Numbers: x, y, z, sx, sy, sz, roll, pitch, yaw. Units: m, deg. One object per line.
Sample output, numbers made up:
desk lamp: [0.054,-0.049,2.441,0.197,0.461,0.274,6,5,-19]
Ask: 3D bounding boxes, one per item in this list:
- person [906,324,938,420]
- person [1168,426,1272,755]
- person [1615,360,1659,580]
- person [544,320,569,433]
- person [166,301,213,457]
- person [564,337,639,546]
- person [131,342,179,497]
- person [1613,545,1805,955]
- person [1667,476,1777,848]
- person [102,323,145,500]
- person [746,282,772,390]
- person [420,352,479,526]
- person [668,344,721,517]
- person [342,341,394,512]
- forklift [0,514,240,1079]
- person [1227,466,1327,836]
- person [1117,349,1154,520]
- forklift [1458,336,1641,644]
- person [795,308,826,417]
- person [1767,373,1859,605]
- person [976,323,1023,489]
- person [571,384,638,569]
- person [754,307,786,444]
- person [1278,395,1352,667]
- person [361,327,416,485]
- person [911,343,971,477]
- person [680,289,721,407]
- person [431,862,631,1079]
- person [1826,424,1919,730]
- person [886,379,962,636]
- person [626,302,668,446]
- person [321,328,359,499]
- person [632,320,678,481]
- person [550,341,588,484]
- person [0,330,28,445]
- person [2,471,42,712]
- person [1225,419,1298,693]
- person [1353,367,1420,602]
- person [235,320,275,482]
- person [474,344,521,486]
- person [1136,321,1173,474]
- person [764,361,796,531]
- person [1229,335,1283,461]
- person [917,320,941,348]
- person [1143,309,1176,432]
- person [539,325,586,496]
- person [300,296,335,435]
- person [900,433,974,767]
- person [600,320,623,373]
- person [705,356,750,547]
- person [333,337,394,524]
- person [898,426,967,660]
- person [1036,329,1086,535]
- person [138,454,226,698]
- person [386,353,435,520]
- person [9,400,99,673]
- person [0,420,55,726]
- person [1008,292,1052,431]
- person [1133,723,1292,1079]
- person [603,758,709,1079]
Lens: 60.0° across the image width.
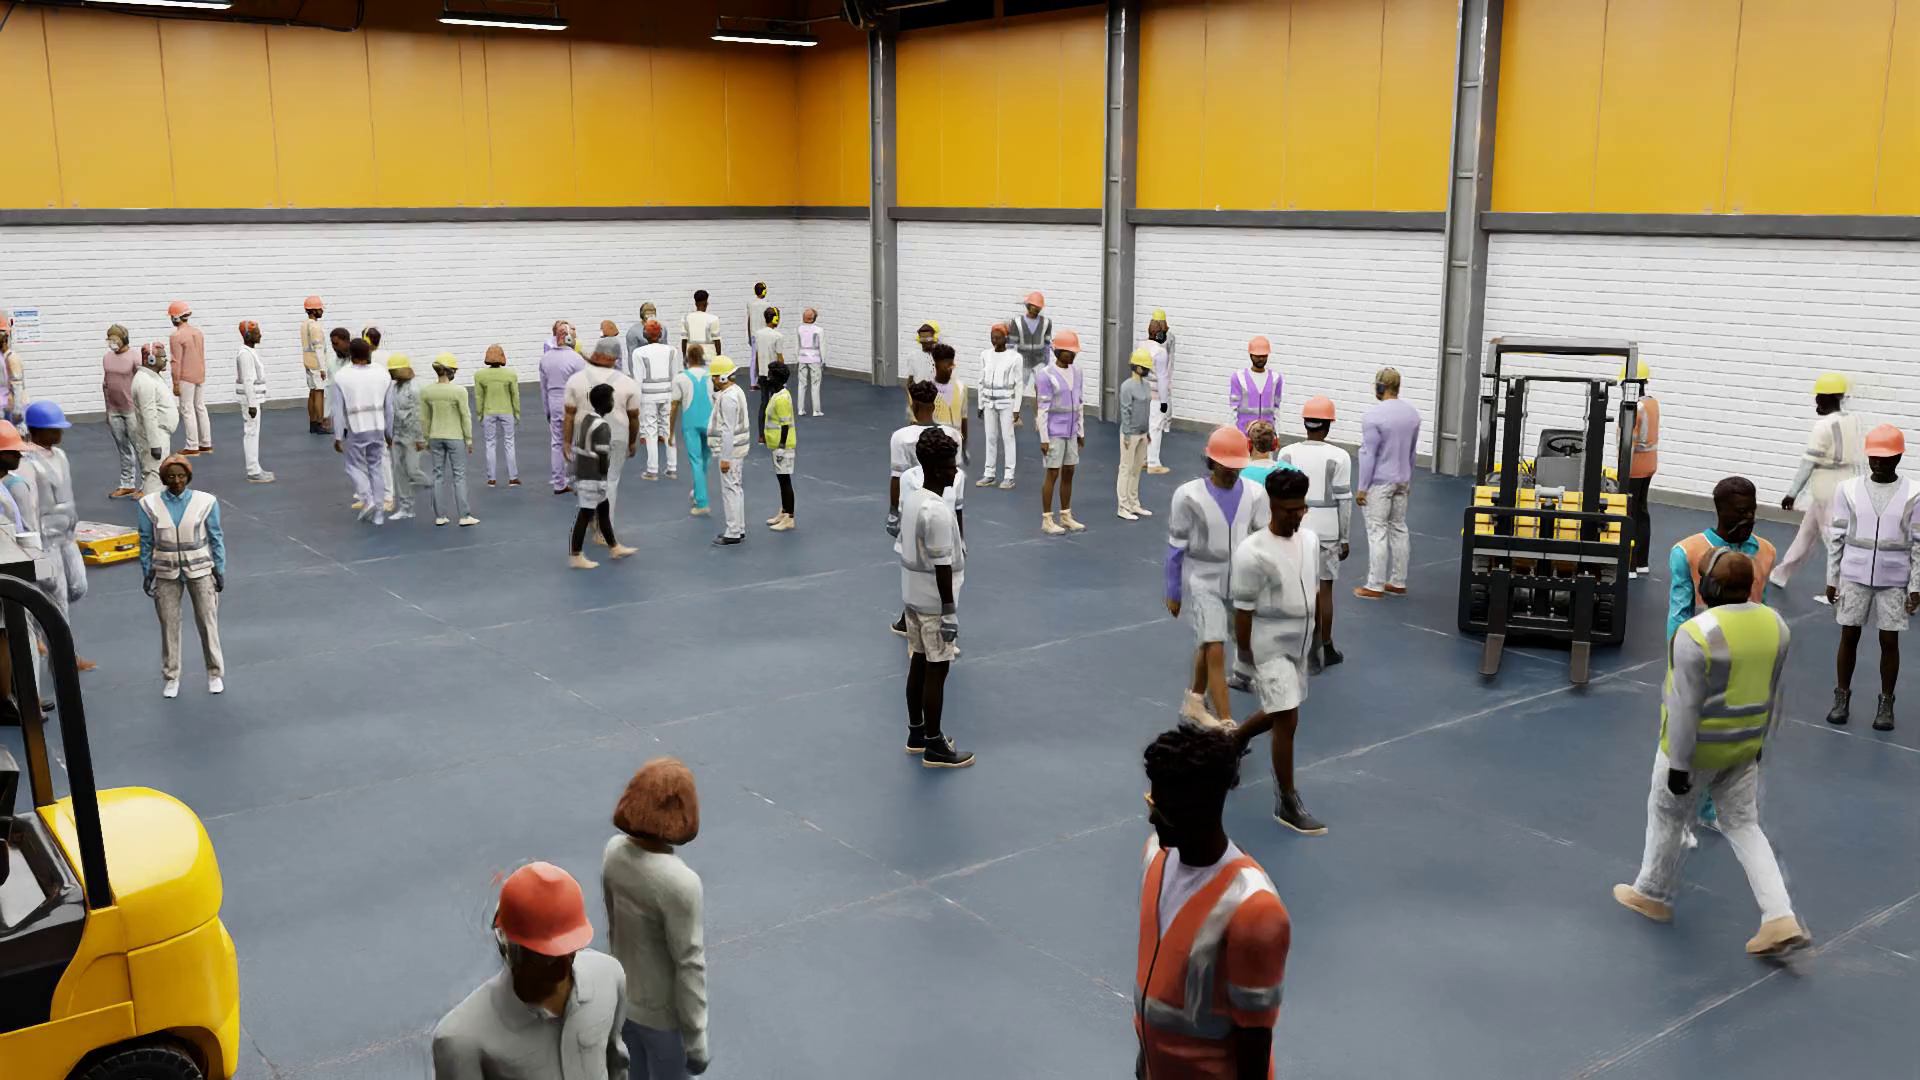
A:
person: [-0.367,-1.584,19.330,0.520,1.861,0.322,1,12,3]
person: [1.599,0.293,9.961,0.645,1.970,1.056,-4,12,-17]
person: [5.856,-0.614,14.510,0.397,1.917,0.594,11,16,42]
person: [-5.444,-2.188,22.780,0.524,1.637,0.306,-10,15,-39]
person: [-9.903,-2.063,21.329,0.408,1.986,0.630,2,12,9]
person: [-3.454,-1.011,16.117,0.715,2.000,1.033,-1,12,-6]
person: [-7.927,-1.006,16.457,0.394,1.899,0.641,-4,12,-20]
person: [3.390,0.920,7.371,0.635,1.808,0.913,-5,13,-21]
person: [3.890,0.613,8.565,0.593,1.922,0.392,-4,12,-16]
person: [-9.143,-1.403,18.261,0.629,1.940,0.373,4,13,21]
person: [-3.422,-3.474,28.469,0.502,1.861,0.328,5,13,23]
person: [-5.166,-1.010,16.803,0.525,1.759,0.337,2,12,11]
person: [-2.783,-1.168,17.548,0.599,1.779,1.001,-6,13,-25]
person: [-6.264,-1.207,17.590,0.631,1.835,0.430,5,13,21]
forklift: [-3.687,1.115,5.480,2.313,2.155,1.214,-9,15,-36]
person: [1.674,0.540,8.921,0.606,1.930,0.873,-10,15,-40]
person: [1.835,-1.094,17.207,0.332,1.759,0.523,8,14,34]
forklift: [4.683,-0.471,13.136,1.214,2.155,2.313,4,12,20]
person: [-2.260,-2.682,25.184,0.514,1.632,0.312,5,13,23]
person: [7.016,-0.431,13.704,0.591,1.886,0.944,-11,16,-42]
person: [0.445,-1.526,18.989,0.573,1.883,0.356,7,14,31]
person: [-3.226,-0.576,14.961,0.700,1.656,0.550,-5,13,-25]
person: [-2.527,-2.185,22.250,0.528,1.857,0.337,8,14,35]
person: [2.512,-0.063,11.799,0.544,1.935,0.361,7,13,30]
person: [-6.701,-1.527,19.159,0.998,1.813,0.537,4,13,20]
person: [-0.211,-0.911,15.871,0.618,1.951,0.571,-9,14,-36]
person: [-3.776,-2.678,24.352,0.613,1.962,0.364,2,12,10]
person: [-1.071,1.615,4.253,0.918,1.706,0.588,11,16,43]
person: [5.713,0.232,10.403,0.544,1.932,0.375,8,14,34]
person: [-0.272,-0.238,12.613,0.616,1.951,0.388,-7,14,-31]
person: [-4.149,-2.218,22.235,0.386,1.927,0.641,11,16,43]
person: [-6.733,-1.395,18.362,0.603,1.882,0.685,5,13,24]
person: [-3.568,-1.639,19.533,0.579,1.882,0.342,-8,14,-35]
person: [-4.441,-1.523,19.455,0.865,1.690,0.502,-11,16,-42]
person: [-10.735,-1.494,18.749,0.548,1.923,0.391,10,15,39]
person: [-6.135,0.190,10.540,0.602,1.949,0.388,3,12,14]
person: [2.010,0.112,11.170,0.571,1.843,0.373,-5,13,-21]
person: [3.523,-0.460,13.748,0.632,1.931,0.389,-8,14,-34]
person: [-8.264,-1.618,19.436,0.358,1.882,0.574,-4,12,-19]
person: [-5.305,-1.427,19.119,0.500,1.633,0.280,-2,12,-8]
person: [2.339,-1.720,20.043,0.429,1.836,0.633,-5,13,-21]
person: [-1.797,-0.940,16.608,0.315,1.696,0.540,-2,12,-11]
person: [2.976,-1.088,16.735,0.543,1.939,0.371,-2,12,-7]
person: [-0.383,-1.857,20.793,0.436,1.806,0.659,-1,12,-6]
person: [2.791,-2.380,23.454,0.487,1.744,0.294,-4,12,-19]
person: [-4.355,-1.442,18.541,0.638,1.904,0.402,7,13,29]
person: [-8.998,-2.445,23.293,0.360,1.939,0.543,-10,15,-39]
person: [-0.151,0.347,9.740,0.365,1.965,0.608,-4,12,-20]
person: [-4.795,-2.206,22.875,0.285,1.633,0.501,-8,14,-35]
person: [-2.210,-0.848,15.871,0.403,1.821,0.602,0,12,-2]
person: [-6.041,-1.093,16.860,0.658,1.896,0.446,-10,15,-39]
person: [-0.192,0.022,11.962,0.532,1.697,0.320,-6,13,-28]
person: [1.018,-1.060,16.389,0.611,2.032,0.411,-11,16,-43]
person: [-5.169,0.237,11.093,0.519,1.633,0.314,-4,12,-17]
person: [-5.687,-1.070,17.161,0.501,1.732,0.462,8,14,34]
person: [-6.395,-0.014,11.584,0.566,1.936,0.625,0,12,-2]
person: [-5.988,0.204,10.503,0.372,1.935,0.551,-4,12,-18]
person: [0.961,-2.528,23.616,0.670,1.997,0.753,-1,12,-6]
person: [0.646,1.436,4.514,0.377,1.956,0.613,-5,13,-23]
person: [-0.932,1.465,5.175,0.291,1.624,0.524,-10,15,-40]
